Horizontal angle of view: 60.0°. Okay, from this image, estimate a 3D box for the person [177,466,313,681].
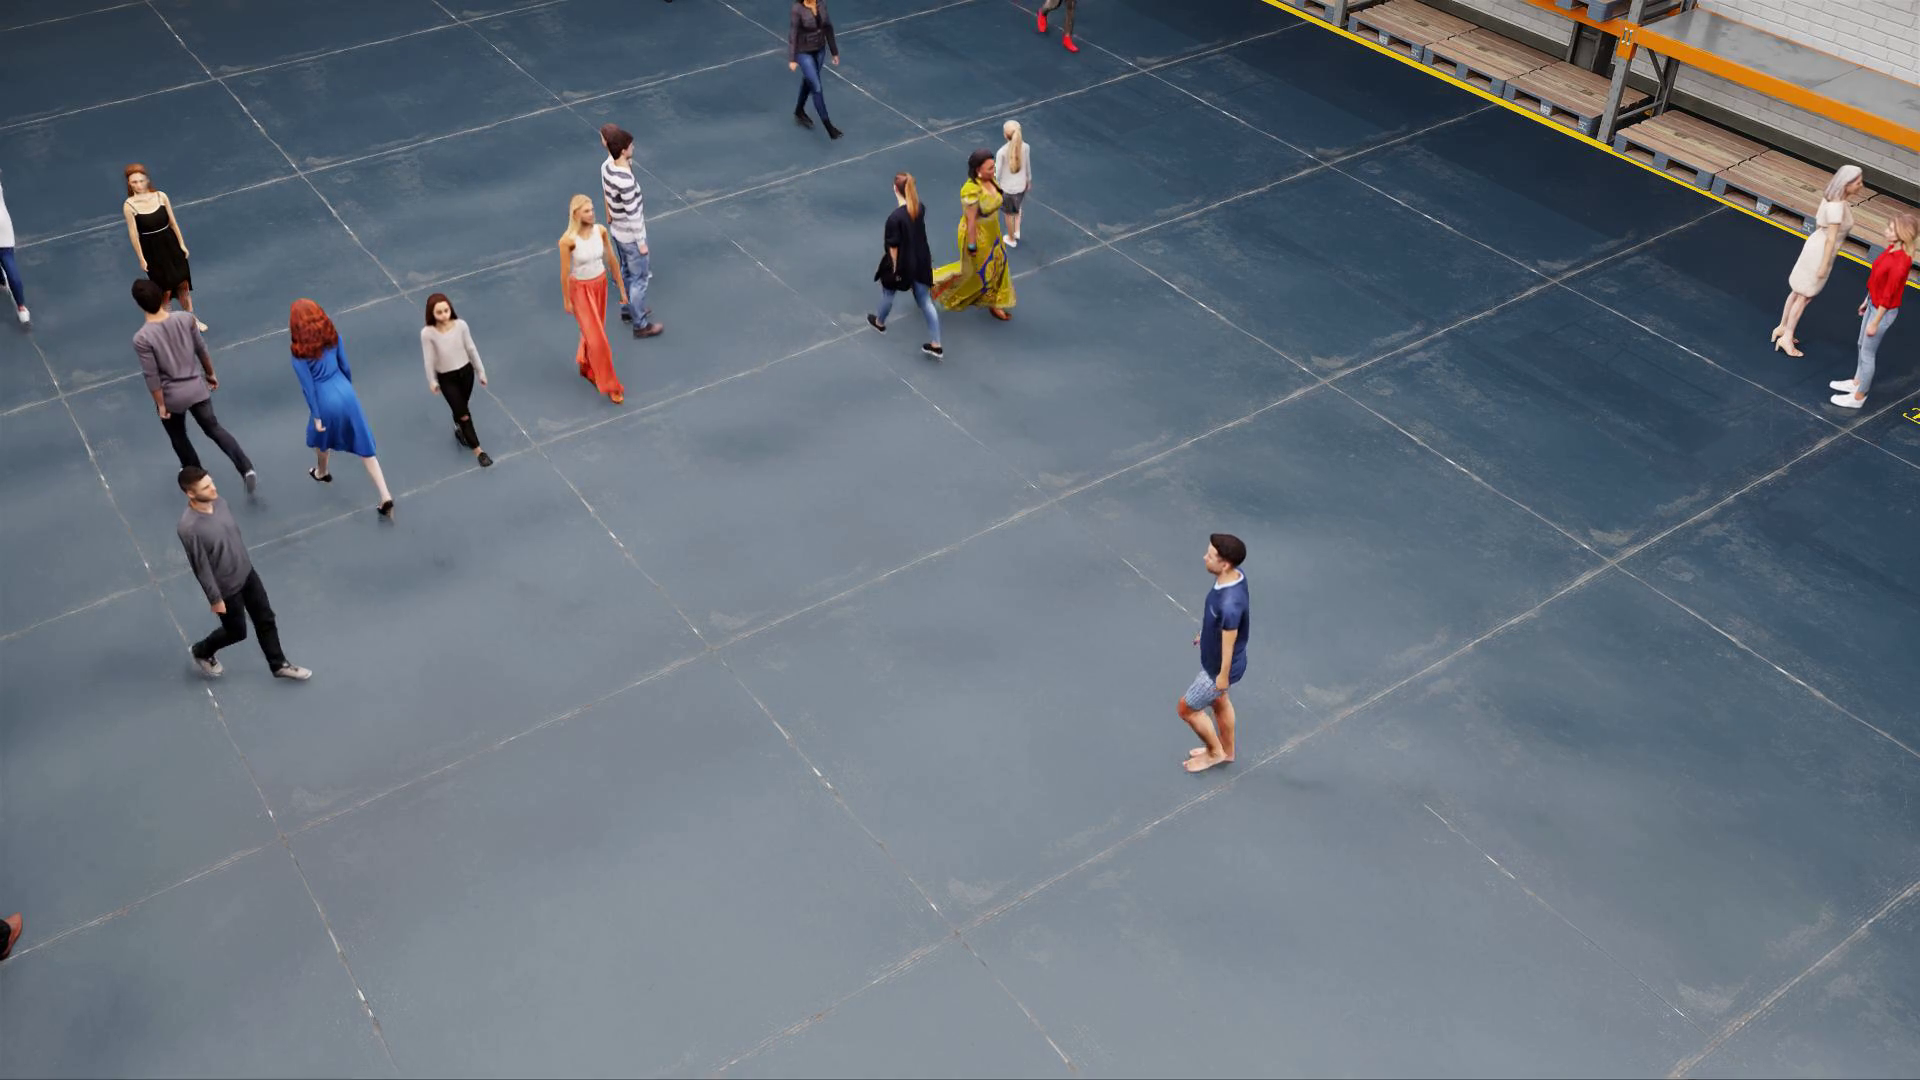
[{"bbox_3d":[-4.856,0.255,10.884,1.079,1.739,1.035,4,39,6],"label":"person"}]

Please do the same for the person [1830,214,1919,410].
[{"bbox_3d":[7.506,-1.866,13.572,0.734,1.699,0.703,12,40,15],"label":"person"}]

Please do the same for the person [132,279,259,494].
[{"bbox_3d":[-5.799,-1.099,12.507,1.154,1.830,0.915,24,44,27],"label":"person"}]

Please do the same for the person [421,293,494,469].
[{"bbox_3d":[-3.993,-1.310,13.080,0.585,1.444,0.945,-26,45,-29],"label":"person"}]

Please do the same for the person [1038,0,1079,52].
[{"bbox_3d":[1.172,-6.709,19.565,0.761,1.787,1.033,-17,42,-20],"label":"person"}]

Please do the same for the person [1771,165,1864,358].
[{"bbox_3d":[7.318,-2.397,14.208,0.736,1.735,0.694,10,40,12],"label":"person"}]

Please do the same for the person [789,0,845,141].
[{"bbox_3d":[-1.635,-5.157,17.697,0.731,1.694,1.200,-29,47,-31],"label":"person"}]

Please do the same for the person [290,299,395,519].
[{"bbox_3d":[-4.559,-0.908,12.320,1.250,1.765,0.902,25,45,28],"label":"person"}]

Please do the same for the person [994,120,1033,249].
[{"bbox_3d":[0.525,-3.363,15.791,0.573,1.269,0.622,-16,41,-19],"label":"person"}]

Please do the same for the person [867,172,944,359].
[{"bbox_3d":[-0.363,-2.298,14.170,0.668,1.628,1.121,-29,47,-32],"label":"person"}]

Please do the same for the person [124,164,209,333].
[{"bbox_3d":[-6.933,-2.510,14.437,0.625,1.625,0.627,30,47,32],"label":"person"}]

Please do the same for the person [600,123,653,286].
[{"bbox_3d":[-3.075,-3.068,15.188,0.633,1.561,0.607,19,42,22],"label":"person"}]

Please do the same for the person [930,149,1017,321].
[{"bbox_3d":[0.091,-2.676,14.636,1.187,1.636,1.050,15,41,18],"label":"person"}]

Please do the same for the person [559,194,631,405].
[{"bbox_3d":[-3.110,-2.062,13.758,1.052,1.772,0.748,32,48,33],"label":"person"}]

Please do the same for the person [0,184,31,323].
[{"bbox_3d":[-8.524,-2.729,14.636,0.653,1.720,1.187,-22,44,-26],"label":"person"}]

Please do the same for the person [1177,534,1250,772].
[{"bbox_3d":[1.684,0.731,10.215,0.827,1.830,0.763,5,39,6],"label":"person"}]

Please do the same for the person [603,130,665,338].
[{"bbox_3d":[-2.894,-2.666,14.458,0.732,1.842,0.495,-18,42,-21],"label":"person"}]
